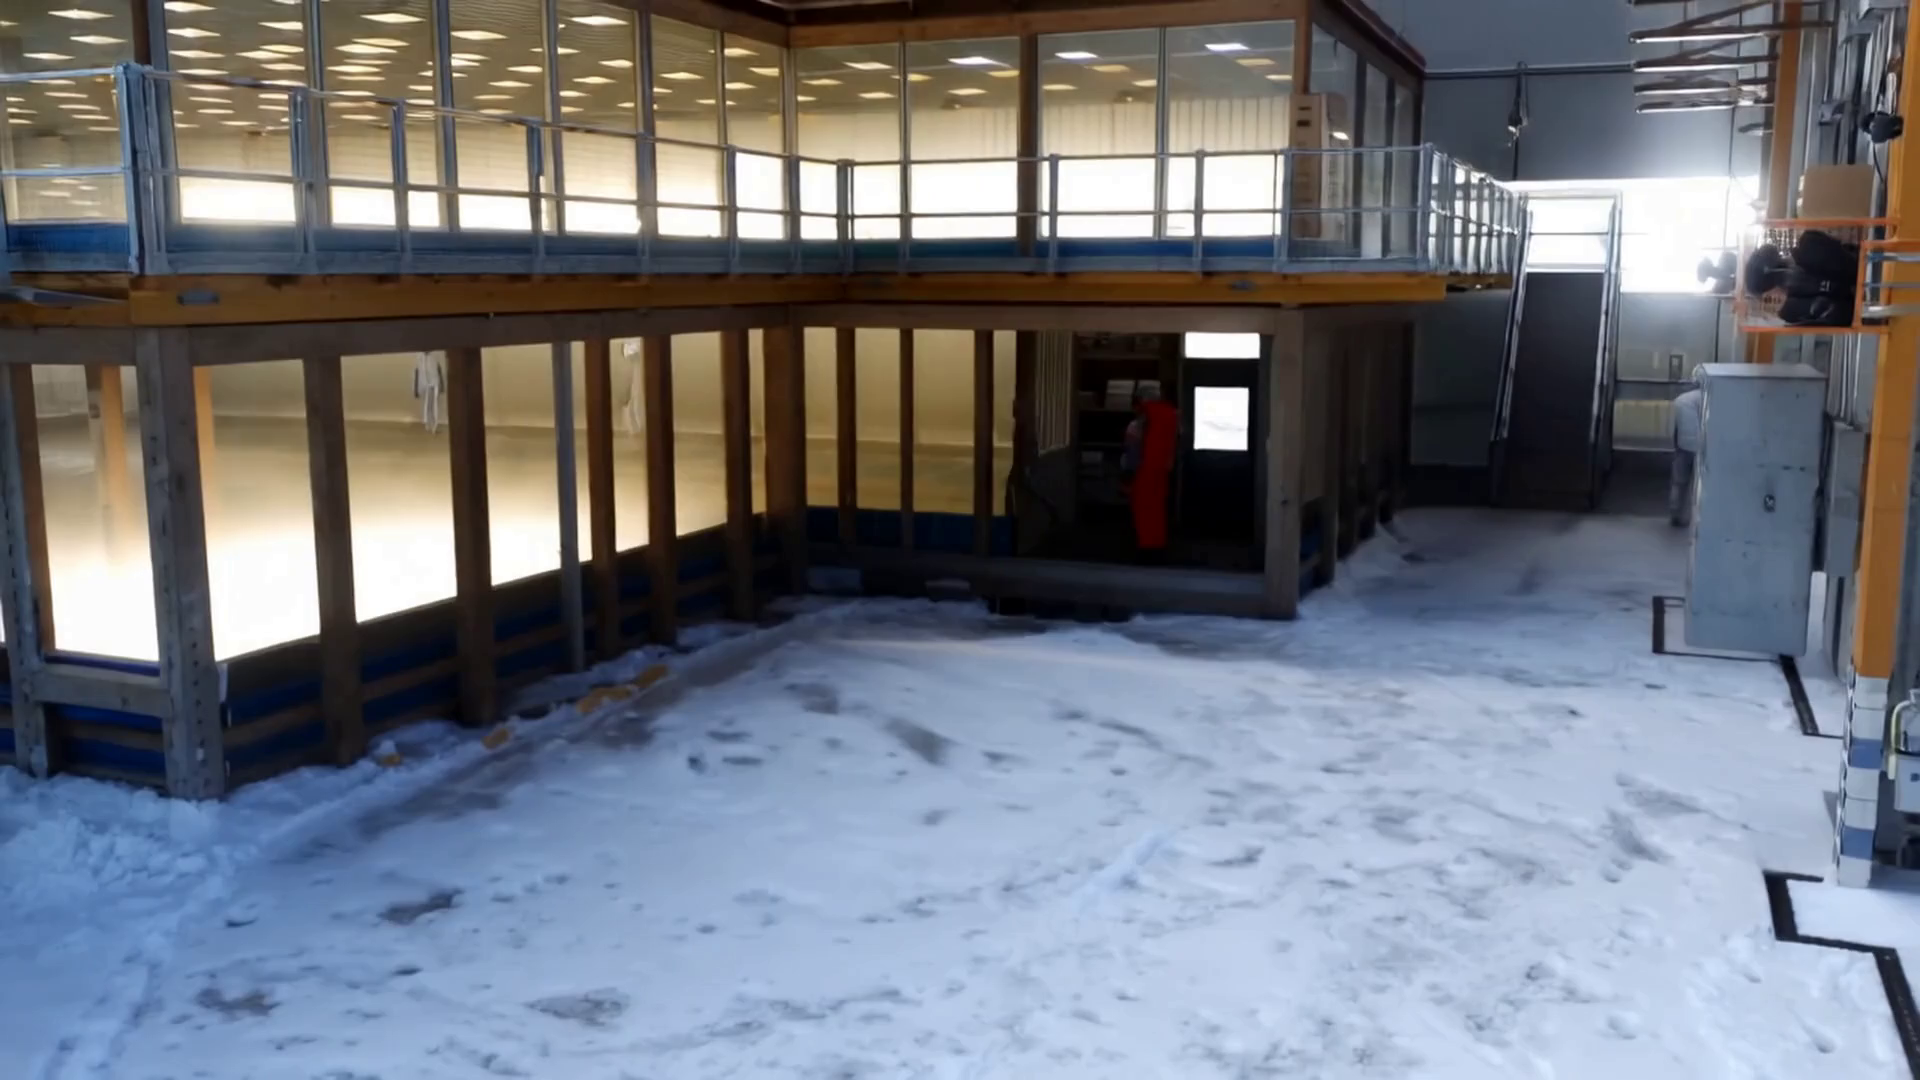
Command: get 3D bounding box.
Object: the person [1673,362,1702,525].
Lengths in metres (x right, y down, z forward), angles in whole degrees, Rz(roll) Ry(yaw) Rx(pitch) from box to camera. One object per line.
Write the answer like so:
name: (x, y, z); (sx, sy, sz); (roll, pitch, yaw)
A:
person: (8.900, -1.150, 19.973); (0.660, 1.964, 0.525); (4, 10, 21)
